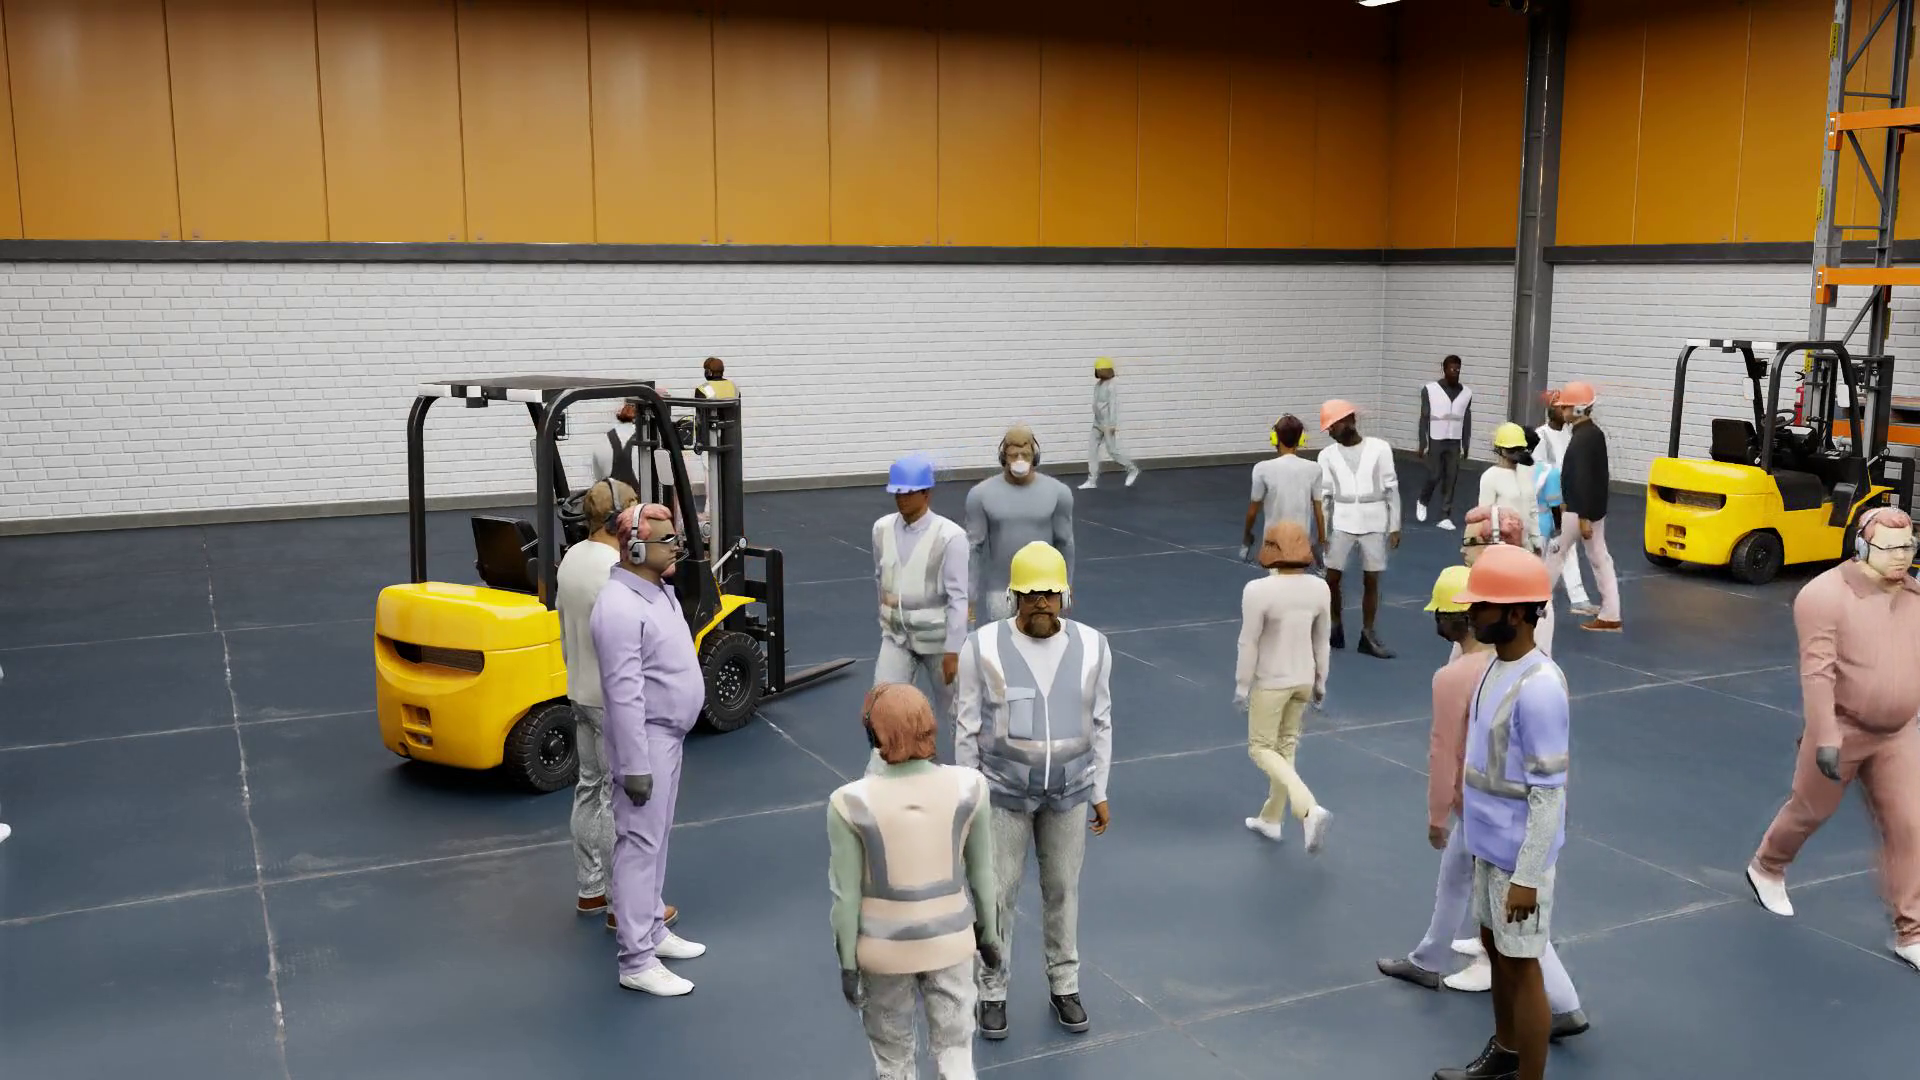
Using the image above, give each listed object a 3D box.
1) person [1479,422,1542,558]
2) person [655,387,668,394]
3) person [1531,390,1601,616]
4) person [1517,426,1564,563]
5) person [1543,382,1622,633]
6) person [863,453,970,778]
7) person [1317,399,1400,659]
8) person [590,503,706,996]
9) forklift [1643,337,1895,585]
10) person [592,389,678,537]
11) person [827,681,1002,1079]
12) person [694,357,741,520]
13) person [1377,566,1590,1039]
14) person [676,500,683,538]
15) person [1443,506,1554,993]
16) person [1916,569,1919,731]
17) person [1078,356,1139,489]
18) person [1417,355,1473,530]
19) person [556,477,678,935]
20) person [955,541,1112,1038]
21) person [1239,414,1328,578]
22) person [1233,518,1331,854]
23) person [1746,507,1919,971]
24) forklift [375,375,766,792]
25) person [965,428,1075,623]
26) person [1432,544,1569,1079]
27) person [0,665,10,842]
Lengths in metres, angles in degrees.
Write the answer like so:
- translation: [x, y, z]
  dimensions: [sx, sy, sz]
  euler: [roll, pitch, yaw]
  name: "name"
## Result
- translation: [3.932, 0.003, 12.045]
  dimensions: [0.530, 1.734, 0.791]
  euler: [-6, 11, -32]
  name: "person"
- translation: [-2.377, -0.261, 13.149]
  dimensions: [0.437, 1.895, 0.652]
  euler: [2, 9, 14]
  name: "person"
- translation: [4.846, -0.320, 13.732]
  dimensions: [0.594, 1.837, 0.999]
  euler: [-7, 11, -36]
  name: "person"
- translation: [4.254, -0.045, 12.578]
  dimensions: [0.859, 1.631, 0.538]
  euler: [-8, 12, -42]
  name: "person"
- translation: [4.726, -0.253, 12.947]
  dimensions: [0.988, 1.947, 0.641]
  euler: [6, 11, 32]
  name: "person"
- translation: [-0.198, 0.487, 8.563]
  dimensions: [0.612, 1.888, 1.037]
  euler: [5, 11, 31]
  name: "person"
- translation: [2.879, -0.076, 12.081]
  dimensions: [0.657, 1.885, 0.376]
  euler: [3, 10, 21]
  name: "person"
- translation: [-1.203, 0.802, 6.525]
  dimensions: [0.409, 1.909, 0.640]
  euler: [0, 9, 0]
  name: "person"
- translation: [7.551, -0.789, 15.507]
  dimensions: [2.313, 2.155, 1.214]
  euler: [-4, 10, -25]
  name: "forklift"
- translation: [-2.319, -0.185, 12.232]
  dimensions: [0.734, 2.000, 0.997]
  euler: [3, 10, 19]
  name: "person"
- translation: [-0.113, 1.218, 4.821]
  dimensions: [0.528, 1.610, 0.629]
  euler: [-2, 9, -14]
  name: "person"
- translation: [-2.765, -1.142, 18.780]
  dimensions: [0.429, 1.846, 0.627]
  euler: [7, 12, 38]
  name: "person"
- translation: [1.984, 0.955, 6.166]
  dimensions: [0.539, 1.712, 0.892]
  euler: [-9, 13, -44]
  name: "person"
- translation: [-2.280, -0.075, 12.441]
  dimensions: [0.540, 1.743, 0.414]
  euler: [6, 11, 32]
  name: "person"
- translation: [2.097, 0.806, 6.558]
  dimensions: [0.395, 1.898, 0.700]
  euler: [5, 10, 27]
  name: "person"
- translation: [4.954, 0.648, 8.313]
  dimensions: [0.522, 1.637, 0.306]
  euler: [-4, 10, -22]
  name: "person"
- translation: [1.928, -1.520, 21.523]
  dimensions: [0.774, 1.719, 0.492]
  euler: [-4, 10, -26]
  name: "person"
- translation: [5.283, -1.077, 18.186]
  dimensions: [0.626, 1.905, 0.529]
  euler: [-2, 9, -11]
  name: "person"
- translation: [-1.475, 0.698, 7.070]
  dimensions: [0.362, 1.938, 0.636]
  euler: [-7, 11, -37]
  name: "person"
- translation: [0.277, 0.908, 6.097]
  dimensions: [0.588, 1.833, 0.404]
  euler: [-2, 9, -10]
  name: "person"
- translation: [2.209, 0.043, 11.497]
  dimensions: [0.518, 1.821, 0.967]
  euler: [-2, 9, -13]
  name: "person"
- translation: [1.585, 0.705, 8.008]
  dimensions: [0.510, 1.615, 0.624]
  euler: [-5, 10, -27]
  name: "person"
- translation: [3.720, 0.768, 6.917]
  dimensions: [0.631, 1.861, 0.983]
  euler: [-1, 9, -6]
  name: "person"
- translation: [-2.268, 0.149, 9.685]
  dimensions: [1.214, 2.155, 2.313]
  euler: [6, 11, 32]
  name: "forklift"
- translation: [0.331, 0.305, 9.644]
  dimensions: [0.655, 1.887, 1.017]
  euler: [1, 9, 5]
  name: "person"
- translation: [1.746, 0.972, 5.374]
  dimensions: [0.375, 1.935, 0.550]
  euler: [1, 9, 4]
  name: "person"
- translation: [-4.892, 0.586, 7.973]
  dimensions: [0.521, 1.874, 0.327]
  euler: [-5, 11, -29]
  name: "person"
